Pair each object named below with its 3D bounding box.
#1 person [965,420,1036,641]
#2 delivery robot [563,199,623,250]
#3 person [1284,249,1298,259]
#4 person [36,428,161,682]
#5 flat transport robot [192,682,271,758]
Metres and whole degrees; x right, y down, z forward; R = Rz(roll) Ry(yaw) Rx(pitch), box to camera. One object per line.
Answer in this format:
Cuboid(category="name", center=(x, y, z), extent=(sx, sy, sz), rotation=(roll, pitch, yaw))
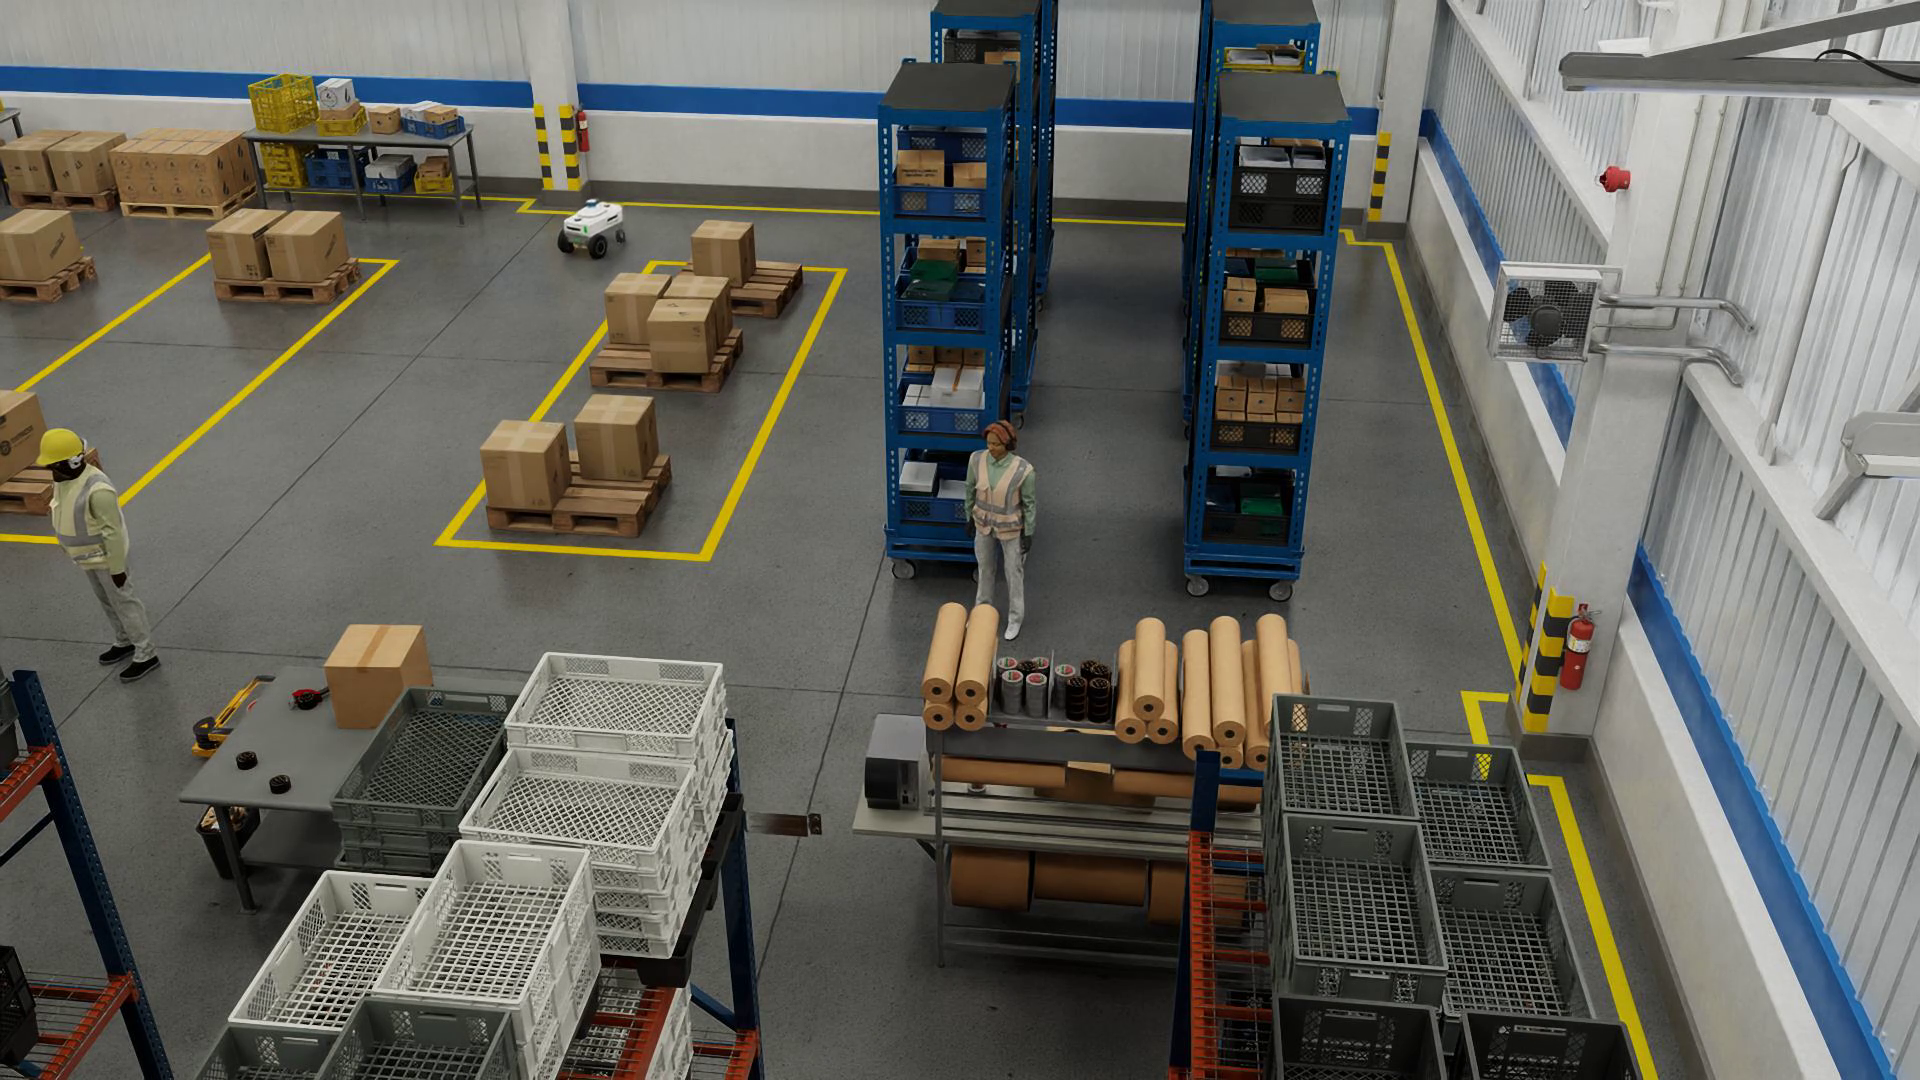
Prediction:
Cuboid(category="person", center=(0.271, -0.076, 11.425), extent=(0.525, 1.639, 0.307), rotation=(15, 33, 24))
Cuboid(category="delivery robot", center=(-4.029, -3.500, 18.288), extent=(0.477, 0.478, 0.707), rotation=(14, 33, 22))
Cuboid(category="person", center=(3.127, -2.966, 16.041), extent=(0.393, 1.990, 0.617), rotation=(15, 34, 24))
Cuboid(category="person", center=(-5.701, 0.077, 10.982), extent=(0.595, 1.823, 0.403), rotation=(23, 37, 33))
Cuboid(category="flat transport robot", center=(-4.089, 1.163, 10.648), extent=(1.431, 0.197, 0.652), rotation=(3, 30, 6))
